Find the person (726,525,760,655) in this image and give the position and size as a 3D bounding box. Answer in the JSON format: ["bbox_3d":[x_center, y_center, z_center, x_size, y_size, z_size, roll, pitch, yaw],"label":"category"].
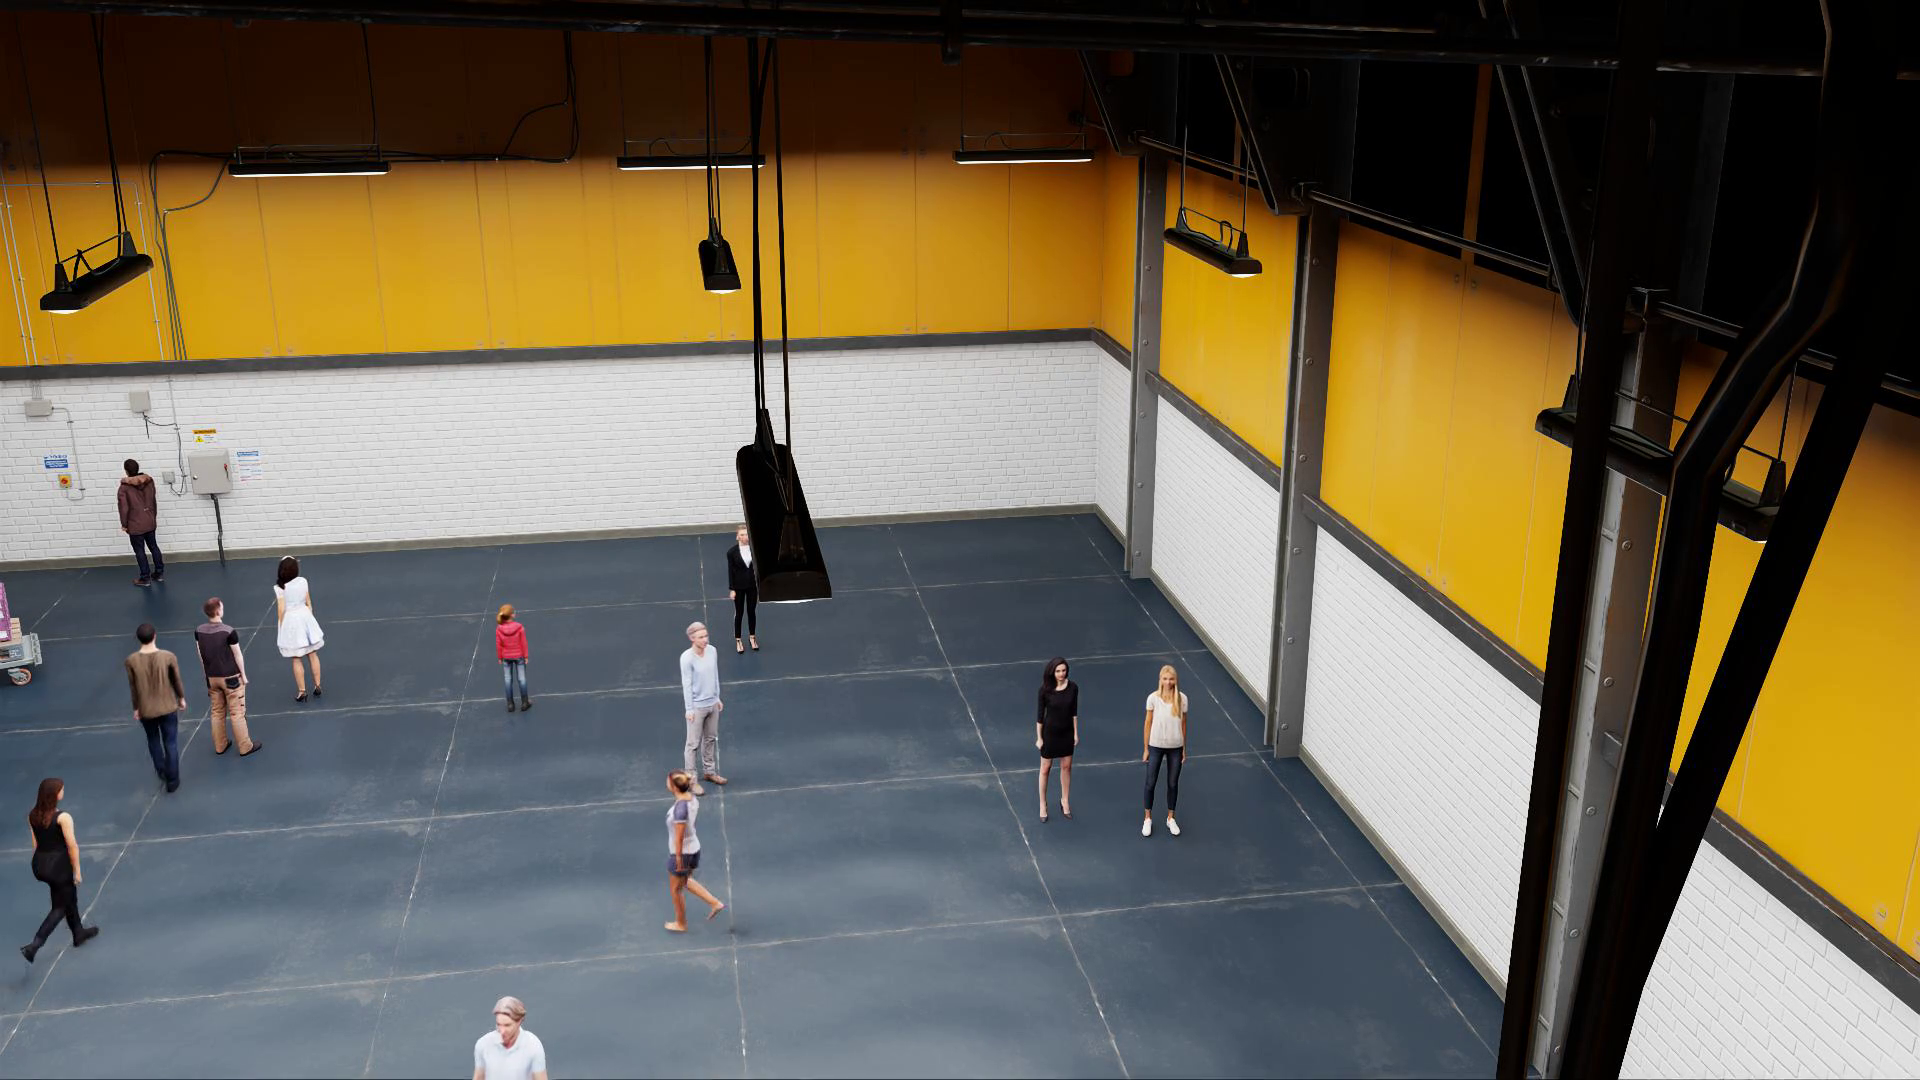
[{"bbox_3d":[-2.769,0.619,21.408,0.669,1.707,0.638,-9,21,-26],"label":"person"}]

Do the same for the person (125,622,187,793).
[{"bbox_3d":[-8.517,1.805,17.629,0.710,1.871,0.813,-6,20,-17],"label":"person"}]

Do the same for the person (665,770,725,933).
[{"bbox_3d":[-2.422,2.826,15.006,0.773,1.610,0.790,3,19,10],"label":"person"}]

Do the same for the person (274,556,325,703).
[{"bbox_3d":[-7.928,1.063,19.916,0.850,1.817,0.897,-17,25,-41],"label":"person"}]

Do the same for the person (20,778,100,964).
[{"bbox_3d":[-8.005,2.949,14.581,0.914,1.649,1.142,5,19,15],"label":"person"}]

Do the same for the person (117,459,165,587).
[{"bbox_3d":[-11.731,-0.267,23.818,0.937,1.848,0.843,9,21,25],"label":"person"}]

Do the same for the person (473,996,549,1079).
[{"bbox_3d":[-3.042,3.913,11.500,0.951,1.787,1.253,4,19,11],"label":"person"}]

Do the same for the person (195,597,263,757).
[{"bbox_3d":[-8.221,1.512,18.547,0.762,1.841,0.728,4,19,11],"label":"person"}]

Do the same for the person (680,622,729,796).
[{"bbox_3d":[-2.763,1.760,17.726,0.796,1.894,0.745,14,23,35],"label":"person"}]

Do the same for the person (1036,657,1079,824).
[{"bbox_3d":[1.000,2.031,17.062,0.614,1.805,0.502,-5,19,-14],"label":"person"}]

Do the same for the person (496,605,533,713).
[{"bbox_3d":[-5.300,1.396,19.714,0.515,1.315,0.499,-2,19,-6],"label":"person"}]

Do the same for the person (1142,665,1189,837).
[{"bbox_3d":[2.067,2.112,16.816,0.613,1.809,0.535,-1,19,-3],"label":"person"}]
